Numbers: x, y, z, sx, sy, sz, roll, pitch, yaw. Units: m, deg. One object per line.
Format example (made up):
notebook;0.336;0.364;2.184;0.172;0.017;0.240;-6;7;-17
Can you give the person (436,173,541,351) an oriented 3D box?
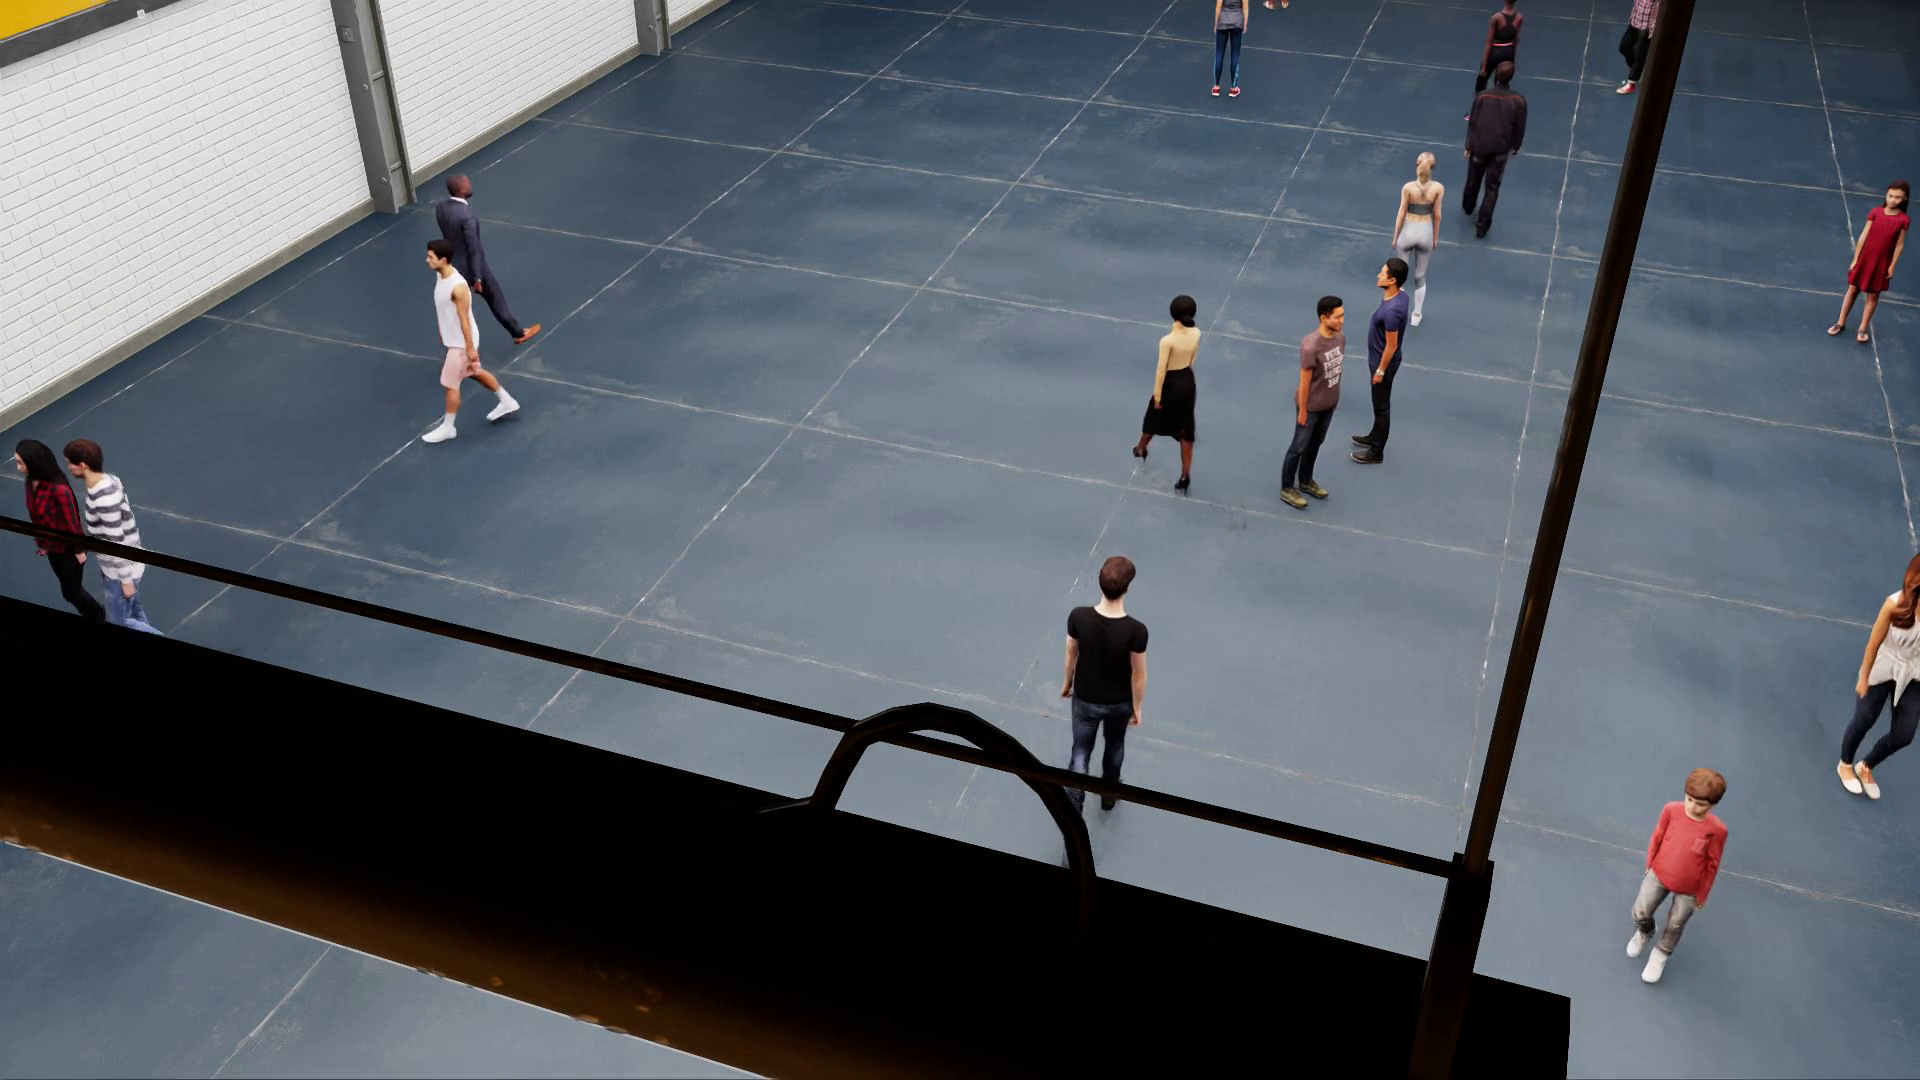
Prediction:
person;-4.491;-2.379;14.960;1.012;1.776;1.289;26;42;34

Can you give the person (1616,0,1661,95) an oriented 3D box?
person;8.864;-6.673;21.441;0.977;1.753;0.903;-10;35;-14

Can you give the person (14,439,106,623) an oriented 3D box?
person;-6.119;0.004;11.491;0.642;1.647;0.608;22;39;29

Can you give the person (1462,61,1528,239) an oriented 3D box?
person;5.572;-4.062;17.469;0.762;1.802;1.068;10;35;14

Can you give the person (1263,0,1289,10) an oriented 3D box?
person;4.760;-8.768;24.620;0.671;1.723;0.670;-4;34;-7

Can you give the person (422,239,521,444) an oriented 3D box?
person;-4.115;-1.701;13.967;1.177;1.747;1.095;-16;37;-22

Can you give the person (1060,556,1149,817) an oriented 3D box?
person;0.812;0.984;9.815;0.736;1.870;1.094;8;35;12

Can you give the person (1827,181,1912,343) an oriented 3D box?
person;8.556;-2.624;15.531;0.613;1.553;0.672;22;39;29

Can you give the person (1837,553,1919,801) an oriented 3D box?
person;5.675;0.783;10.202;0.713;1.776;0.705;0;34;0

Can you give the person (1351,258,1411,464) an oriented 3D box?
person;3.473;-1.468;13.574;0.725;1.793;0.495;8;34;12

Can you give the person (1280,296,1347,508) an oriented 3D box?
person;2.772;-1.103;13.037;0.652;1.780;0.766;-25;41;-33

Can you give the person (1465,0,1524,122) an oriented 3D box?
person;6.524;-5.730;20.036;0.828;1.739;0.972;-4;34;-6

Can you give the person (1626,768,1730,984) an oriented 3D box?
person;3.922;1.786;9.024;0.589;1.410;0.623;23;40;30

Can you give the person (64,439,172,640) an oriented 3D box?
person;-5.529;0.147;11.104;0.944;1.838;0.885;-19;38;-26

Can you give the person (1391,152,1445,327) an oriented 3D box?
person;4.304;-2.841;15.721;0.617;1.704;0.579;3;34;5

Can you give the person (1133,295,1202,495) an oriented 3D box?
person;1.770;-1.114;13.202;0.978;1.615;1.019;-16;37;-23

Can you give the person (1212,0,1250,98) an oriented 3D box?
person;3.459;-6.563;21.304;0.597;1.721;0.569;6;34;10
